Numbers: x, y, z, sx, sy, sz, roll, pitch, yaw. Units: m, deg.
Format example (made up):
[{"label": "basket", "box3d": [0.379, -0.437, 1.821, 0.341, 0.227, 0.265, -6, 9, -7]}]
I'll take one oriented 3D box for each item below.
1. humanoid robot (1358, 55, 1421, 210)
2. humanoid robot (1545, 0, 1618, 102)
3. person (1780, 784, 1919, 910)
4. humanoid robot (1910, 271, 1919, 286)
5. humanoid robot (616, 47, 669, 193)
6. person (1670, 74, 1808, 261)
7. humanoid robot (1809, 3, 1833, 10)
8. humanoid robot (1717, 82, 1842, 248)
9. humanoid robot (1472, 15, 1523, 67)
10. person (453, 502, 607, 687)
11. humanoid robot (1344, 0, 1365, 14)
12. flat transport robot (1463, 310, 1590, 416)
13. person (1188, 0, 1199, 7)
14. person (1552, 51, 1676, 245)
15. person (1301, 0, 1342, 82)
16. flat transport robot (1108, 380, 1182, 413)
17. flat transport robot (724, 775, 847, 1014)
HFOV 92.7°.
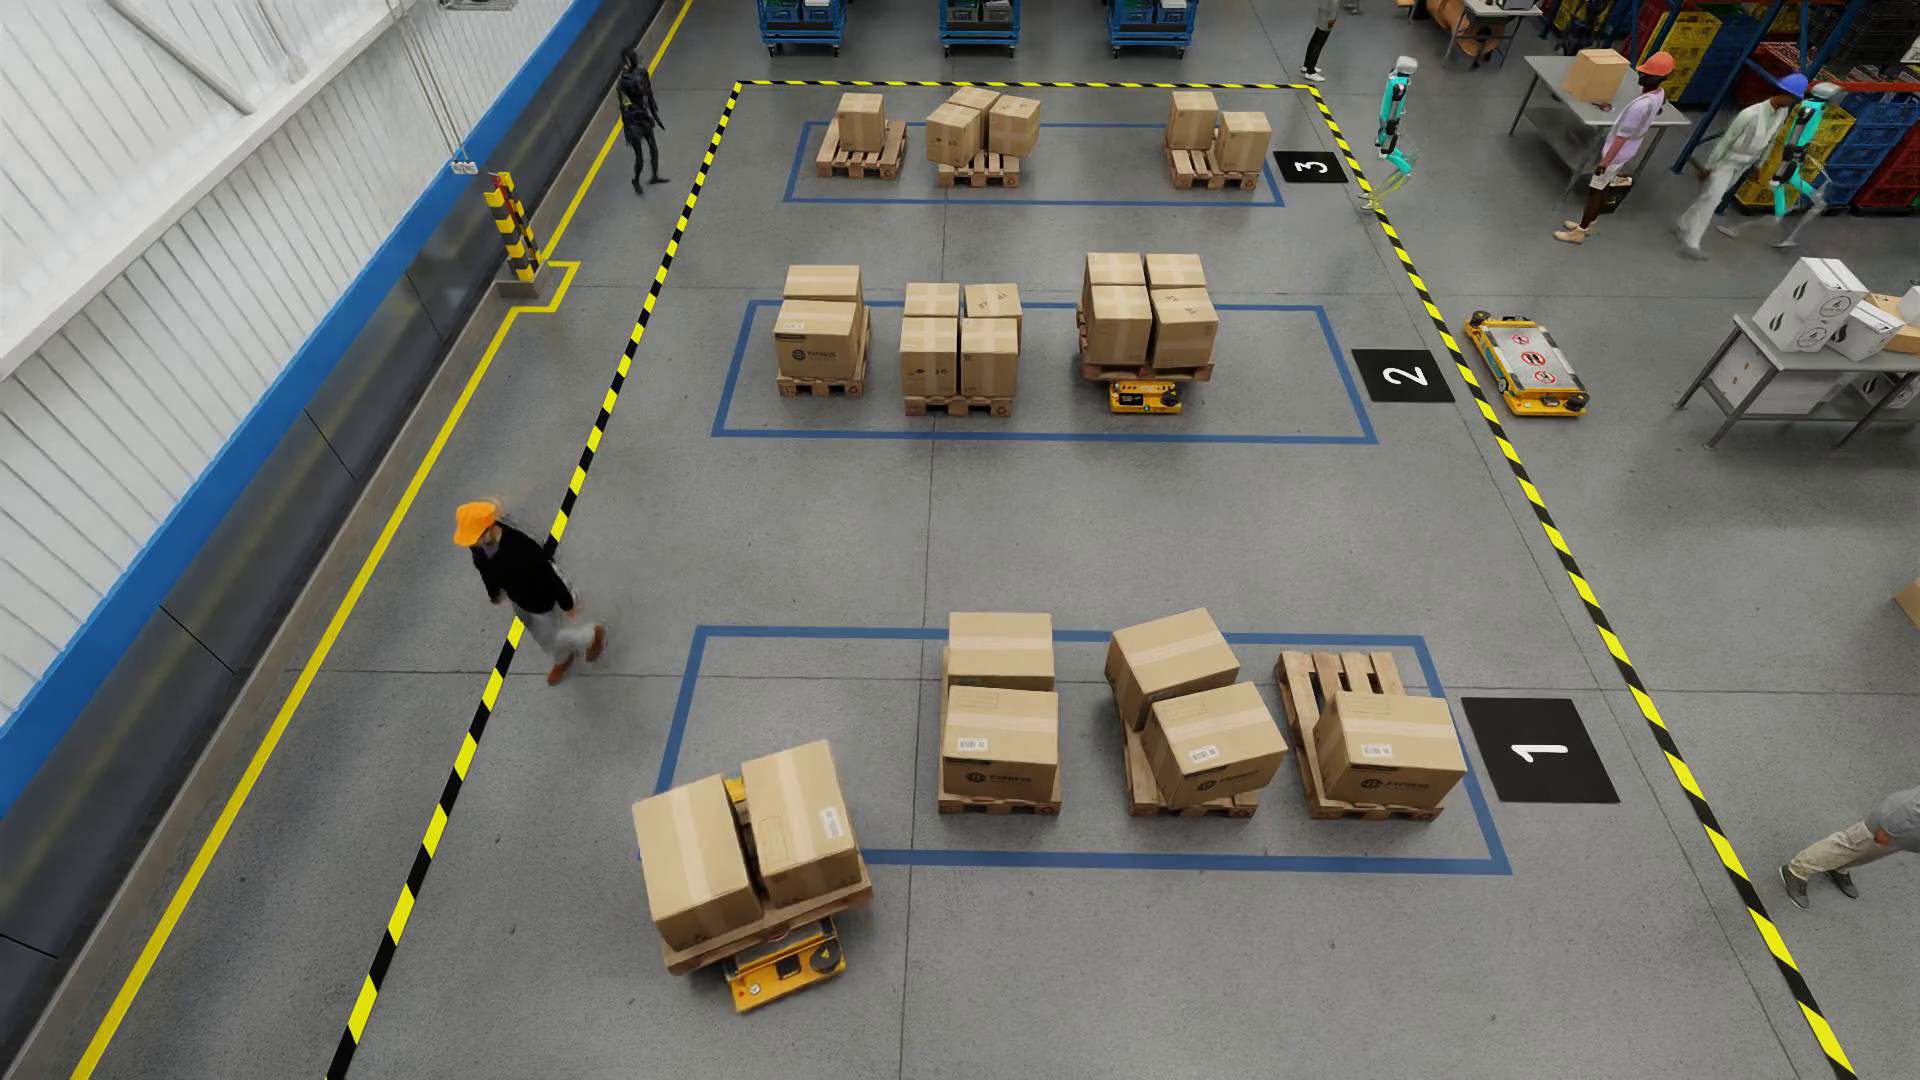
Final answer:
[{"label": "humanoid robot", "box3d": [5.037, -4.594, 10.447, 0.735, 1.681, 0.533, 9, 50, 8]}, {"label": "humanoid robot", "box3d": [8.619, -7.054, 12.750, 0.594, 1.650, 0.772, -1, 49, -1]}, {"label": "person", "box3d": [5.417, 1.577, 5.176, 0.562, 1.769, 0.400, -7, 49, -6]}, {"label": "humanoid robot", "box3d": [10.568, -3.350, 9.394, 0.533, 1.693, 0.742, 5, 49, 4]}, {"label": "humanoid robot", "box3d": [-3.858, -5.001, 10.936, 0.411, 1.646, 0.587, 22, 53, 18]}, {"label": "person", "box3d": [8.457, -3.981, 9.905, 0.639, 1.894, 0.796, -13, 50, -11]}, {"label": "humanoid robot", "box3d": [12.727, -8.137, 13.633, 0.315, 1.659, 0.599, -25, 54, -20]}, {"label": "humanoid robot", "box3d": [9.288, -3.950, 10.006, 0.544, 1.747, 1.006, -34, 57, -26]}, {"label": "humanoid robot", "box3d": [7.962, -7.807, 13.390, 0.612, 1.633, 0.699, 23, 53, 19]}, {"label": "person", "box3d": [-2.890, 0.367, 6.159, 0.602, 1.865, 0.466, 23, 53, 19]}, {"label": "humanoid robot", "box3d": [6.517, -9.421, 14.668, 0.703, 1.730, 0.543, -12, 50, -10]}, {"label": "flat transport robot", "box3d": [5.573, -1.757, 9.054, 0.659, 0.231, 1.431, 1, 49, 1]}, {"label": "person", "box3d": [3.819, -9.654, 14.768, 0.612, 1.961, 0.361, -26, 54, -21]}, {"label": "person", "box3d": [7.180, -4.268, 10.062, 0.601, 2.036, 0.400, -37, 59, -28]}, {"label": "person", "box3d": [5.280, -7.541, 13.013, 0.385, 1.850, 0.598, 5, 49, 4]}, {"label": "flat transport robot", "box3d": [1.773, -1.807, 9.079, 0.652, 0.197, 1.431, 1, 49, 1]}, {"label": "flat transport robot", "box3d": [-1.241, 2.079, 5.715, 0.652, 0.197, 1.431, -17, 51, -14]}]
